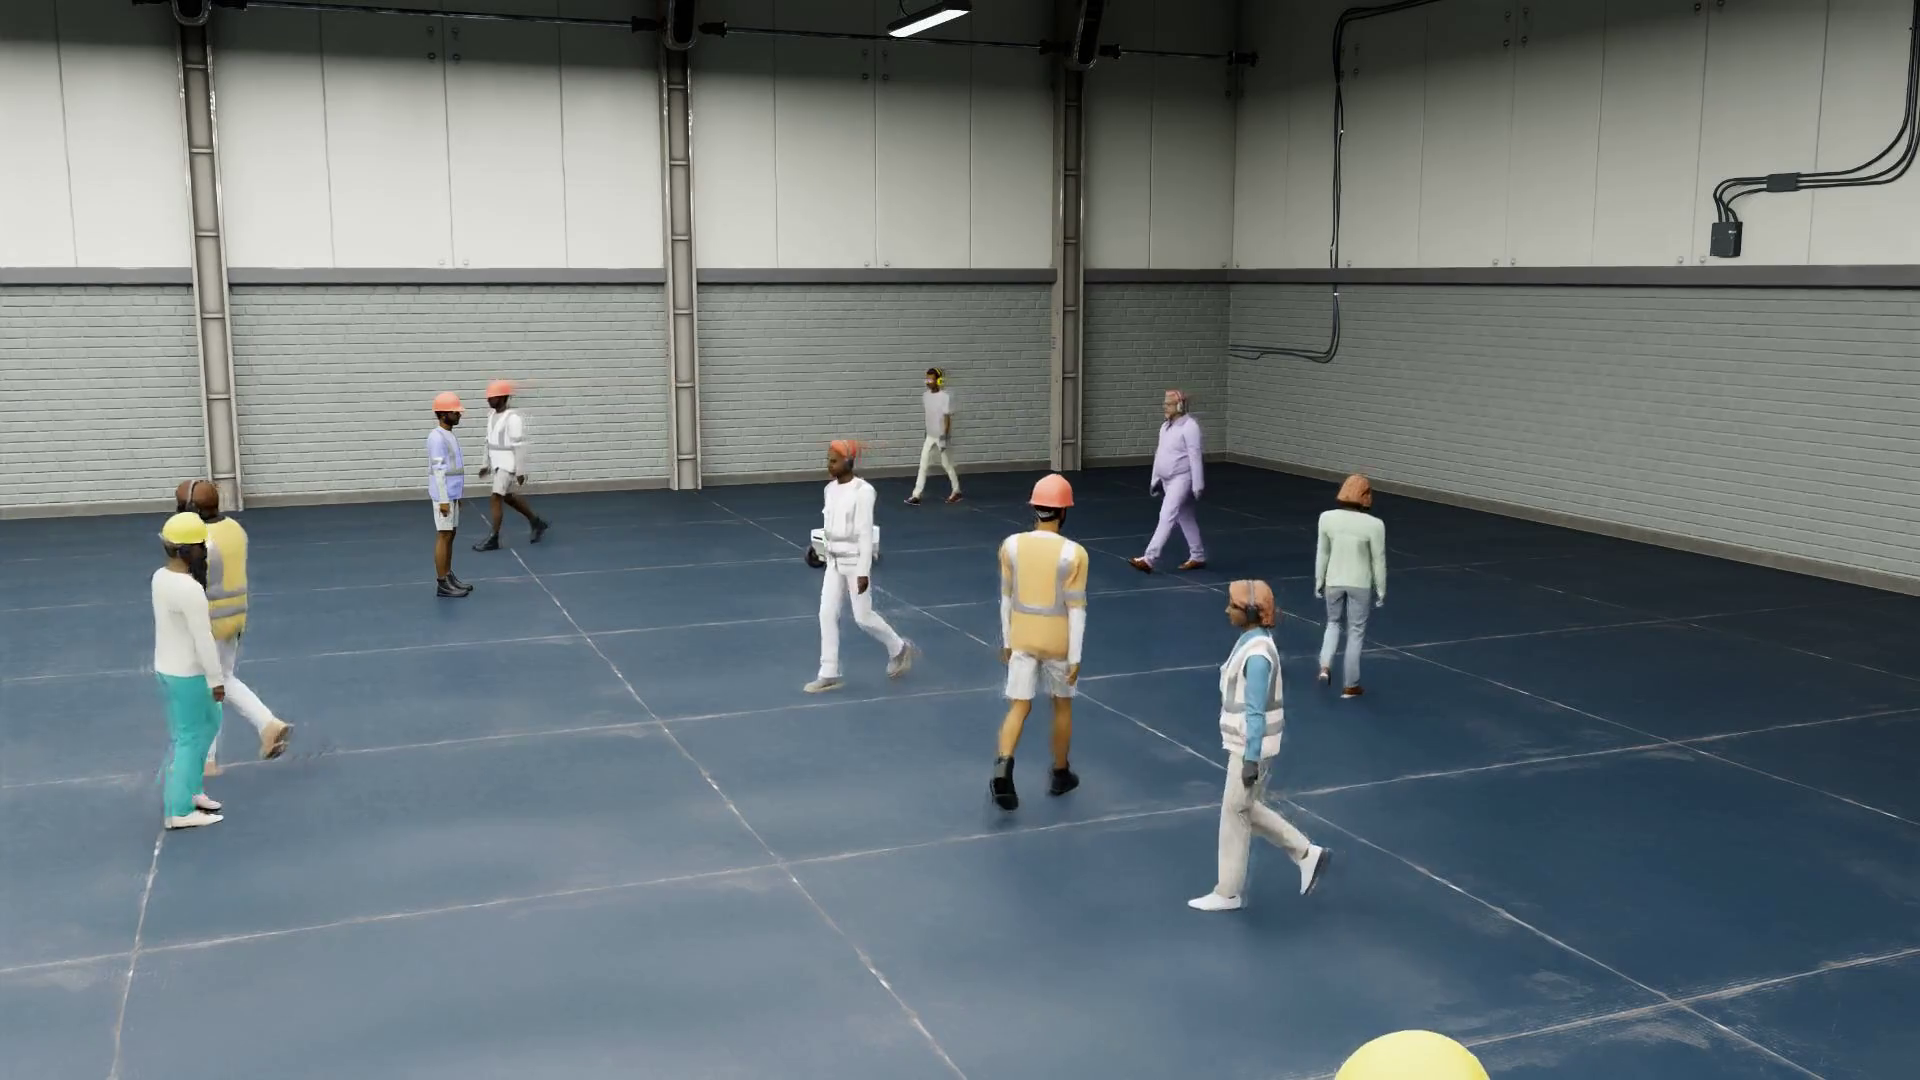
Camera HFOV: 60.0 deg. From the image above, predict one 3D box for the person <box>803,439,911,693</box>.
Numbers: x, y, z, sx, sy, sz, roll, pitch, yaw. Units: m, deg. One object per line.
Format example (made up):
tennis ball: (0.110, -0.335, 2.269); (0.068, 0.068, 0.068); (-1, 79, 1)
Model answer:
person: (-0.755, 0.176, 12.200); (0.823, 1.861, 0.579); (-8, 12, -41)

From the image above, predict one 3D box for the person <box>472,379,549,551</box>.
person: (-5.005, -0.847, 18.491); (0.918, 1.910, 0.561); (-8, 12, -41)

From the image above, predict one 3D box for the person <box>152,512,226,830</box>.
person: (-4.200, 0.714, 9.142); (0.467, 1.749, 0.544); (-9, 12, -43)

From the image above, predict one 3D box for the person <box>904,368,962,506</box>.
person: (-0.324, -1.362, 21.980); (0.557, 1.817, 0.998); (8, 12, 40)

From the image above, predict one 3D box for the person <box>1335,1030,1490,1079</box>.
person: (0.637, 1.673, 2.574); (0.389, 1.926, 0.617); (0, 9, -2)

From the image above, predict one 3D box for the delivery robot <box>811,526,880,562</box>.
delivery robot: (-1.180, -0.022, 17.211); (0.707, 0.478, 0.477); (-7, 12, -39)

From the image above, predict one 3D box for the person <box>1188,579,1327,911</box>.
person: (1.421, 0.977, 7.873); (0.586, 1.619, 0.528); (1, 9, 6)

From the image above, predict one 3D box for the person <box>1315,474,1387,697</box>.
person: (2.791, 0.336, 11.898); (0.531, 1.620, 0.370); (6, 11, 35)

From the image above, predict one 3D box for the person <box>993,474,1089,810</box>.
person: (0.445, 0.587, 9.457); (0.545, 1.915, 0.834); (4, 10, 23)

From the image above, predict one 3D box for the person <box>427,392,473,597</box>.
person: (-4.831, -0.433, 15.751); (0.364, 1.939, 0.542); (-1, 9, -5)

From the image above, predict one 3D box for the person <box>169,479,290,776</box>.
person: (-4.481, 0.534, 10.026); (0.609, 1.830, 0.640); (1, 9, 6)

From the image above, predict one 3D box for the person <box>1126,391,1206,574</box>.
person: (2.118, -0.582, 16.923); (0.991, 1.856, 0.673); (-3, 10, -19)
